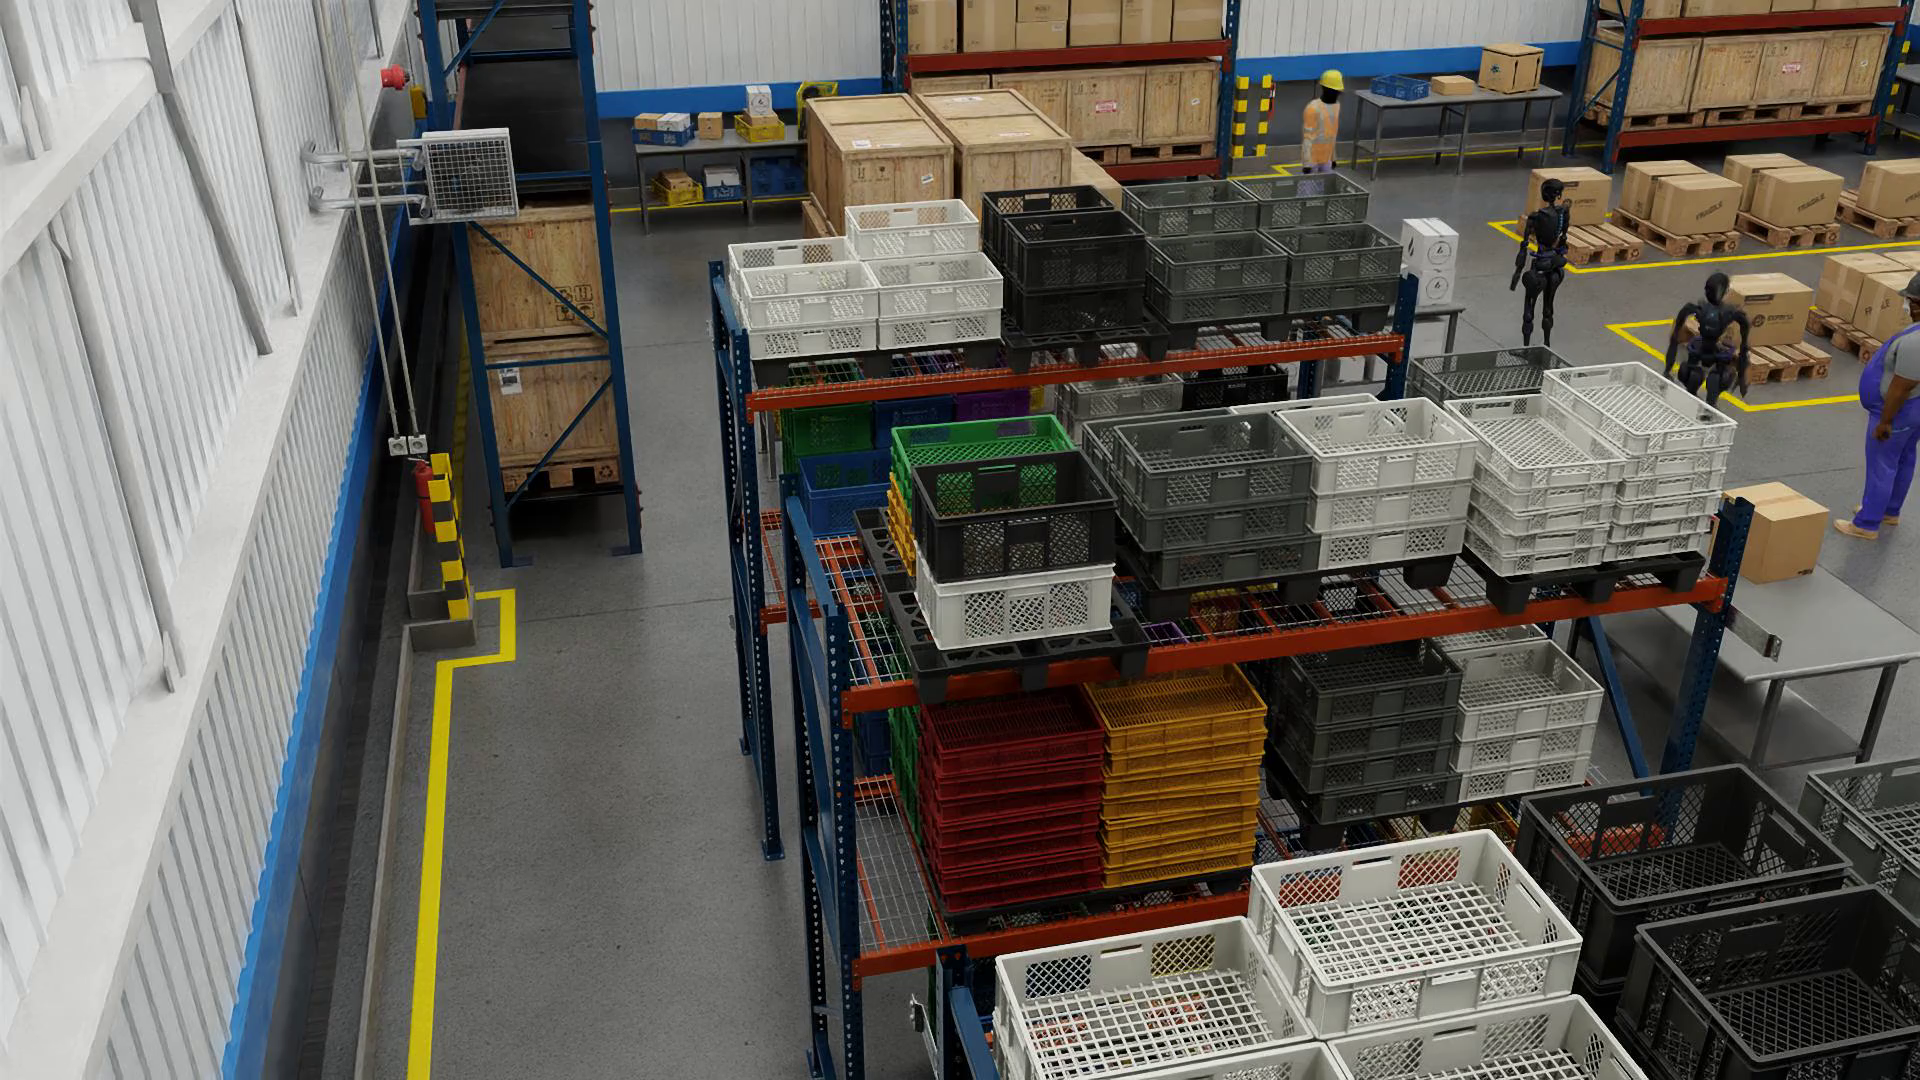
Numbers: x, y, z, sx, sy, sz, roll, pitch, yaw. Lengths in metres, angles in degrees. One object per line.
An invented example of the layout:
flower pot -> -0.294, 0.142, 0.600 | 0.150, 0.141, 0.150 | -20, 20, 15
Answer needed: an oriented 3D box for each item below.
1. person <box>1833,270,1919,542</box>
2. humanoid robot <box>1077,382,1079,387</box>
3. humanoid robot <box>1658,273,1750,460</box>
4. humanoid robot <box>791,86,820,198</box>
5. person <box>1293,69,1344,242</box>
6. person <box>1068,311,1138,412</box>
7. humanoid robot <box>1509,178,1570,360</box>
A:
person -> 6.775, -0.993, 12.032 | 0.681, 2.000, 0.535 | -22, 35, -35
humanoid robot -> 1.141, -1.681, 13.749 | 0.596, 1.623, 0.622 | -13, 30, -22
humanoid robot -> 5.926, -1.355, 13.156 | 0.625, 1.621, 0.788 | 19, 33, 32
humanoid robot -> -1.624, -4.279, 18.655 | 0.494, 1.637, 0.630 | -14, 31, -24
person -> 3.955, -4.220, 18.288 | 0.596, 1.921, 0.384 | -25, 37, -39
person -> 1.109, -1.391, 12.954 | 0.582, 1.881, 0.340 | 15, 31, 26
humanoid robot -> 5.340, -2.494, 15.266 | 0.572, 1.650, 0.333 | -15, 31, -25
